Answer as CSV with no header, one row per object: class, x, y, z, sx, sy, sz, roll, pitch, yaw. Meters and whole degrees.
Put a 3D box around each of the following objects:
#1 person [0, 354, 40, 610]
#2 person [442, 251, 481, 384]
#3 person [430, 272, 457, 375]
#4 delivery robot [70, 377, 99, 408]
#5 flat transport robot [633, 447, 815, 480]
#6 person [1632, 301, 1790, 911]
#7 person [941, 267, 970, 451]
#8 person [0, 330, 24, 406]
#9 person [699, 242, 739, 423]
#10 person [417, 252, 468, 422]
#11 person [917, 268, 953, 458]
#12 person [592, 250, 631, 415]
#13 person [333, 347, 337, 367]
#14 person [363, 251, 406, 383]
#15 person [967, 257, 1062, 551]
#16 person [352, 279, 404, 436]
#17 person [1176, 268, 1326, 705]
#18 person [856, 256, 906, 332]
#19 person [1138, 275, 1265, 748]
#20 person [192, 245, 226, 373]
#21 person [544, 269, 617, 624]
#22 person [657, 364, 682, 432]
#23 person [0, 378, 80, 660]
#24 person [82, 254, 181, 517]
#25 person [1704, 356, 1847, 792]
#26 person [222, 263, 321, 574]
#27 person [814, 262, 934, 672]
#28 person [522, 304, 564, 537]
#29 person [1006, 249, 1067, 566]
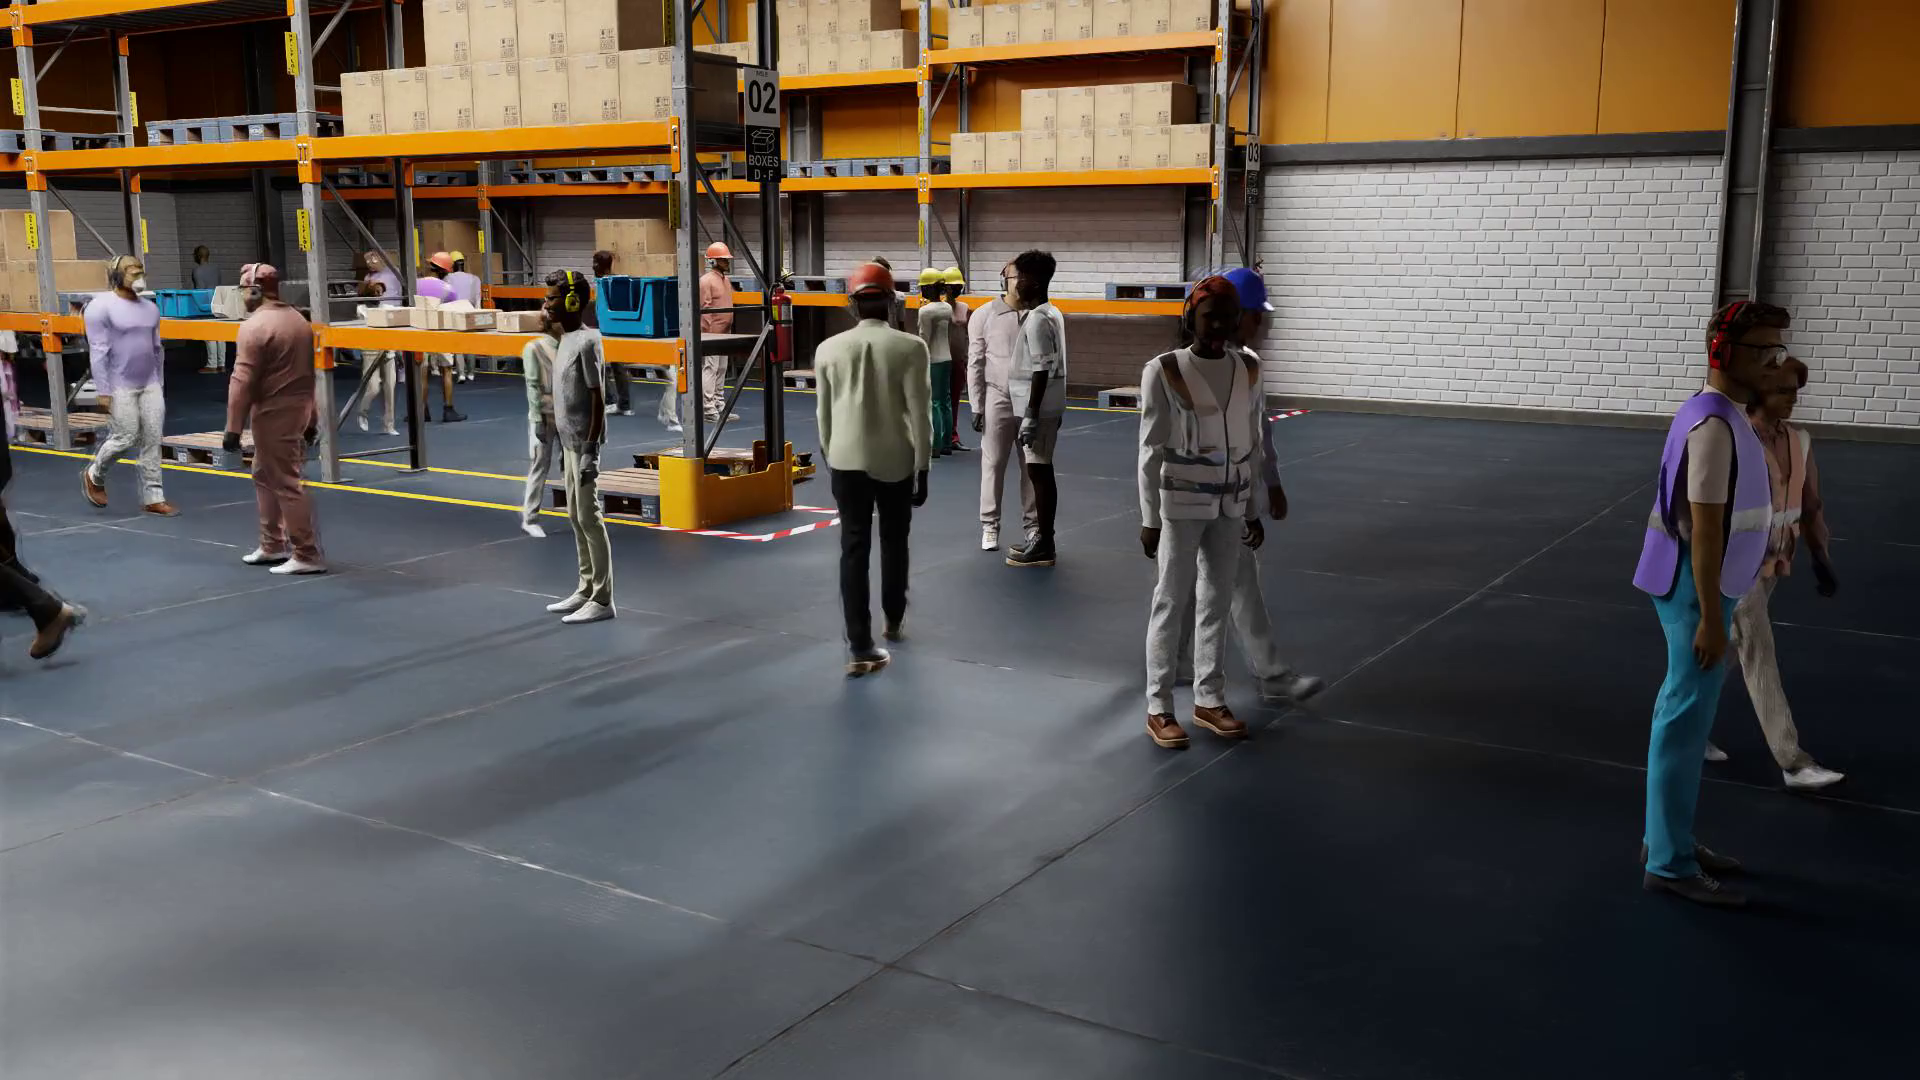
person,-5.301,-0.527,8.924,0.403,1.903,0.662,-3,11,-18
person,-7.093,-3.160,23.635,0.586,1.867,0.947,-5,11,-25
person,-7.780,-3.286,24.997,0.284,1.628,0.502,5,11,25
delivery robot,-9.639,-1.676,18.778,0.707,0.478,0.477,-4,11,-21
flat transport robot,-2.012,-0.645,14.112,1.431,0.197,0.652,3,11,17
person,2.298,0.186,5.154,0.396,1.841,0.565,5,11,25
person,-0.086,-1.708,15.855,0.330,1.769,0.526,10,14,44
person,-11.846,-2.651,20.392,0.841,2.021,0.611,6,12,29
person,-2.687,-2.302,18.512,0.381,1.996,0.608,3,11,16
person,-5.884,-2.243,18.503,0.669,1.889,0.374,-3,11,-14
person,-0.250,-1.645,15.513,0.311,1.768,0.524,5,12,28
person,-4.079,-2.378,19.200,0.579,1.896,0.612,2,10,11
person,-10.313,-3.589,26.748,0.811,1.600,0.507,10,14,43
person,-8.074,-3.131,23.491,0.750,1.863,0.395,3,11,14
person,0.369,-0.885,10.893,0.643,1.913,0.408,-2,10,-13
person,-6.028,-1.877,17.197,0.407,1.627,0.519,9,13,40
person,1.229,-0.238,7.362,0.911,1.904,0.615,6,12,31
person,-0.747,-1.699,15.518,0.520,1.873,0.333,-3,11,-14
person,0.973,-0.113,6.690,0.584,1.881,0.337,-5,12,-27
person,-11.462,-3.506,25.337,0.371,1.940,0.627,1,10,7
person,-2.034,-0.489,8.827,0.312,1.864,0.538,-5,11,-26
person,-3.105,-1.971,17.751,0.552,1.616,0.581,3,11,14
person,-4.571,-0.278,7.754,0.548,1.829,0.520,-8,13,-39
person,-6.090,-1.114,12.120,0.662,1.925,0.637,4,11,22
person,3.018,0.119,6.191,0.532,1.591,0.850,-6,12,-30
person,-4.236,-0.717,10.070,0.747,1.880,0.654,1,10,4
person,-0.408,-0.369,8.061,0.608,1.913,1.051,1,10,8
person,-2.748,-0.809,11.311,0.497,1.640,0.522,7,13,35
person,0.478,-0.820,10.375,0.367,1.967,0.606,1,10,8
